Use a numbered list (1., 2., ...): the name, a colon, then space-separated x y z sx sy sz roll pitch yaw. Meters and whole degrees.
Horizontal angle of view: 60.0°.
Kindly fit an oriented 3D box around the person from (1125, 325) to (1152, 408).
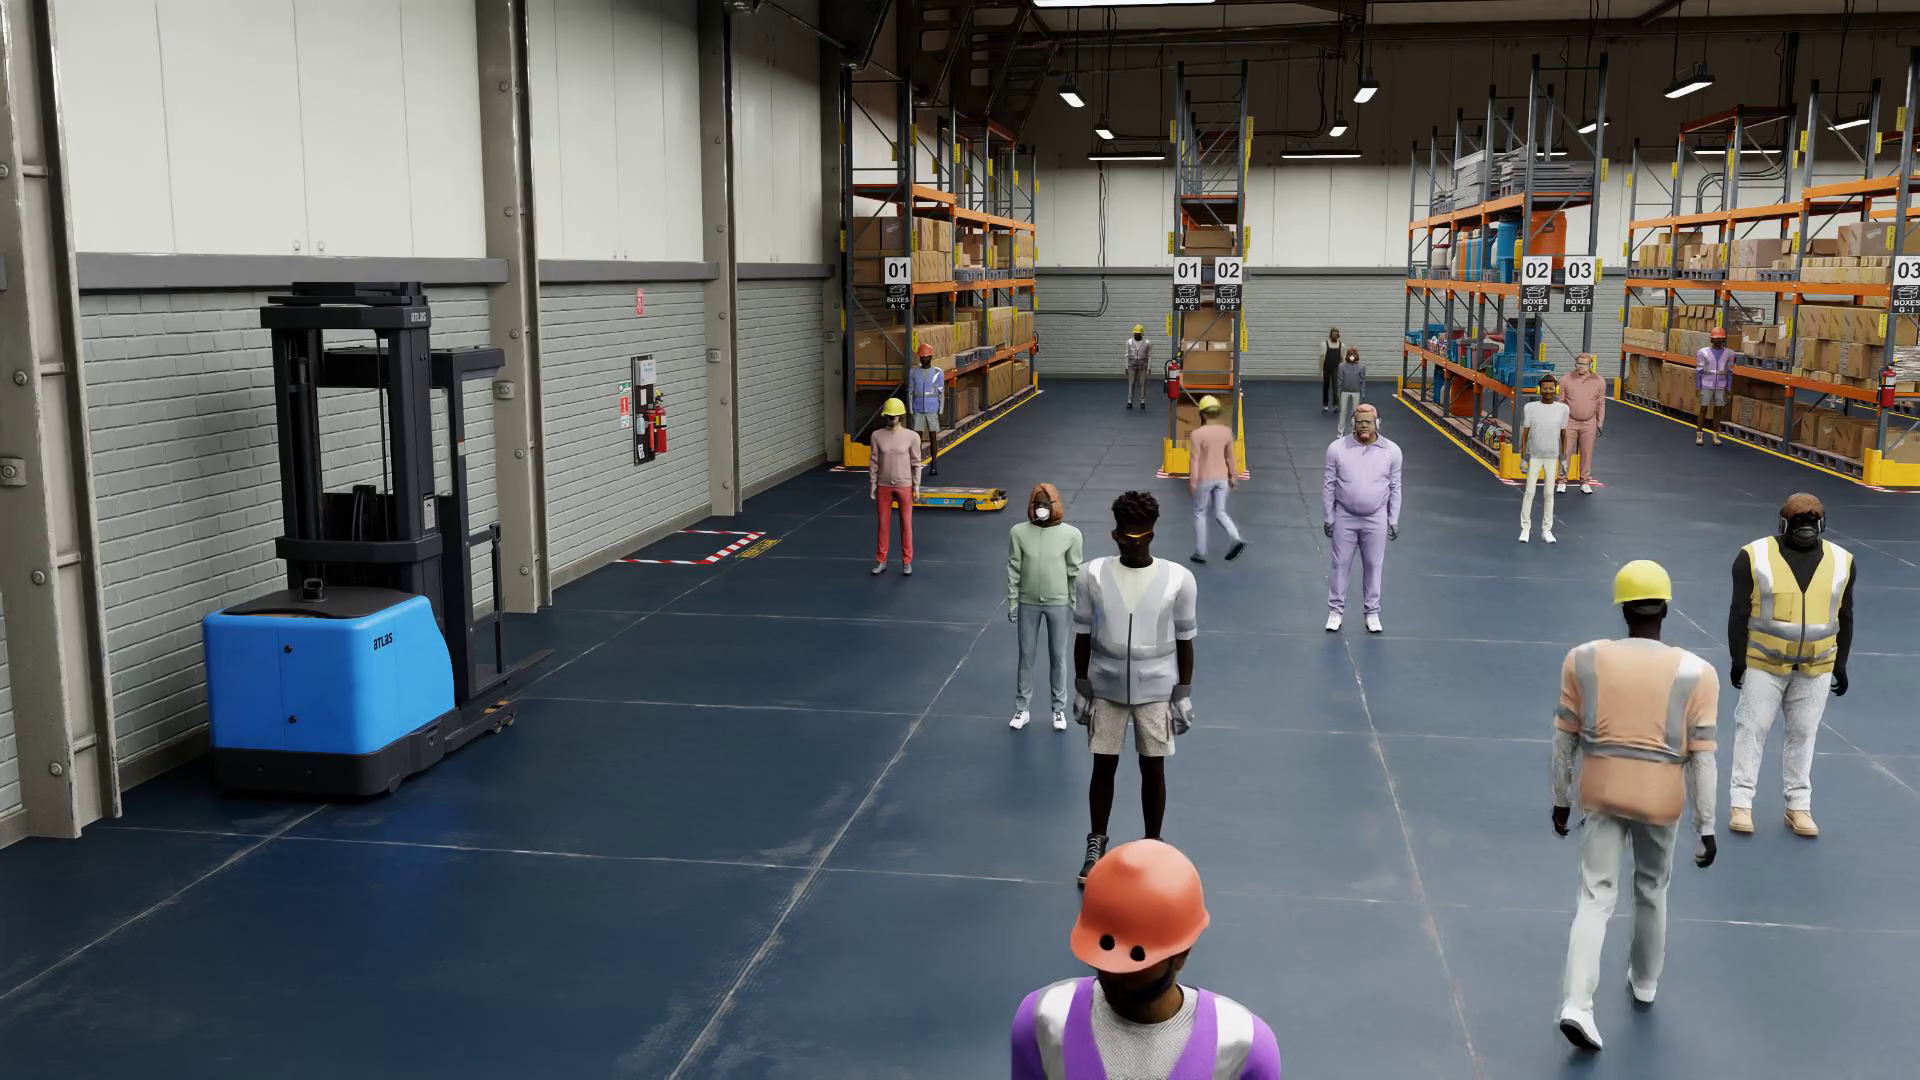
1. person: 3.909 -3.807 36.505 0.589 1.827 0.404 2 9 11

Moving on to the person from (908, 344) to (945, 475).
1. person: -0.504 -1.933 24.598 0.544 1.939 0.372 2 9 11

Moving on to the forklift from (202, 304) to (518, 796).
1. forklift: -3.673 -0.038 10.147 1.129 2.768 1.873 1 9 9

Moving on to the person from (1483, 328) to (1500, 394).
1. person: 13.013 -4.371 40.668 0.818 1.602 0.506 -1 9 -4

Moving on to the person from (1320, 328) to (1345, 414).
1. person: 7.918 -3.613 35.440 0.532 1.800 0.991 1 9 5

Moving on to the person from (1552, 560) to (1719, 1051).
1. person: 2.641 1.031 6.548 0.637 1.876 0.963 5 10 28

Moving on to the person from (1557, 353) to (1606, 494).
1. person: 8.407 -1.581 22.543 0.640 1.904 0.401 2 9 11

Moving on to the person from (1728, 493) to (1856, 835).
1. person: 4.437 0.661 8.899 0.622 1.845 0.430 2 9 11

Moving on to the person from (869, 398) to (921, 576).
1. person: -0.646 -0.531 16.496 0.524 1.764 0.329 2 9 11

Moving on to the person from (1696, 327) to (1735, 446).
1. person: 13.031 -2.654 28.726 0.606 2.045 0.389 2 9 11

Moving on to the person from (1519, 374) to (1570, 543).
1. person: 6.492 -0.906 18.475 0.521 1.873 0.334 2 9 11

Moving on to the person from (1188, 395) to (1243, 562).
1. person: 2.633 -0.614 17.084 0.569 1.735 0.641 -4 10 -26

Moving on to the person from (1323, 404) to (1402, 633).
1. person: 3.351 -0.180 13.888 0.640 1.910 0.401 2 9 11

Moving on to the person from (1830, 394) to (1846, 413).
1. person: 18.723 -3.594 35.192 0.589 1.827 0.404 2 9 11

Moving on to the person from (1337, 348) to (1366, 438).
1. person: 7.024 -2.639 29.889 0.499 1.634 0.285 2 9 11

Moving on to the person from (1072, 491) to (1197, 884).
1. person: 0.843 0.726 8.127 0.605 1.962 0.373 2 9 11

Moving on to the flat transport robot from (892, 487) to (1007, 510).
1. flat transport robot: -0.145 -0.540 21.271 1.431 0.197 0.652 1 9 9

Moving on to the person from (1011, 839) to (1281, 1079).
1. person: 0.352 1.519 3.334 0.544 1.933 0.376 2 9 11

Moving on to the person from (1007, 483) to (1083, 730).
1. person: 0.554 0.434 10.937 0.499 1.634 0.285 2 9 11
